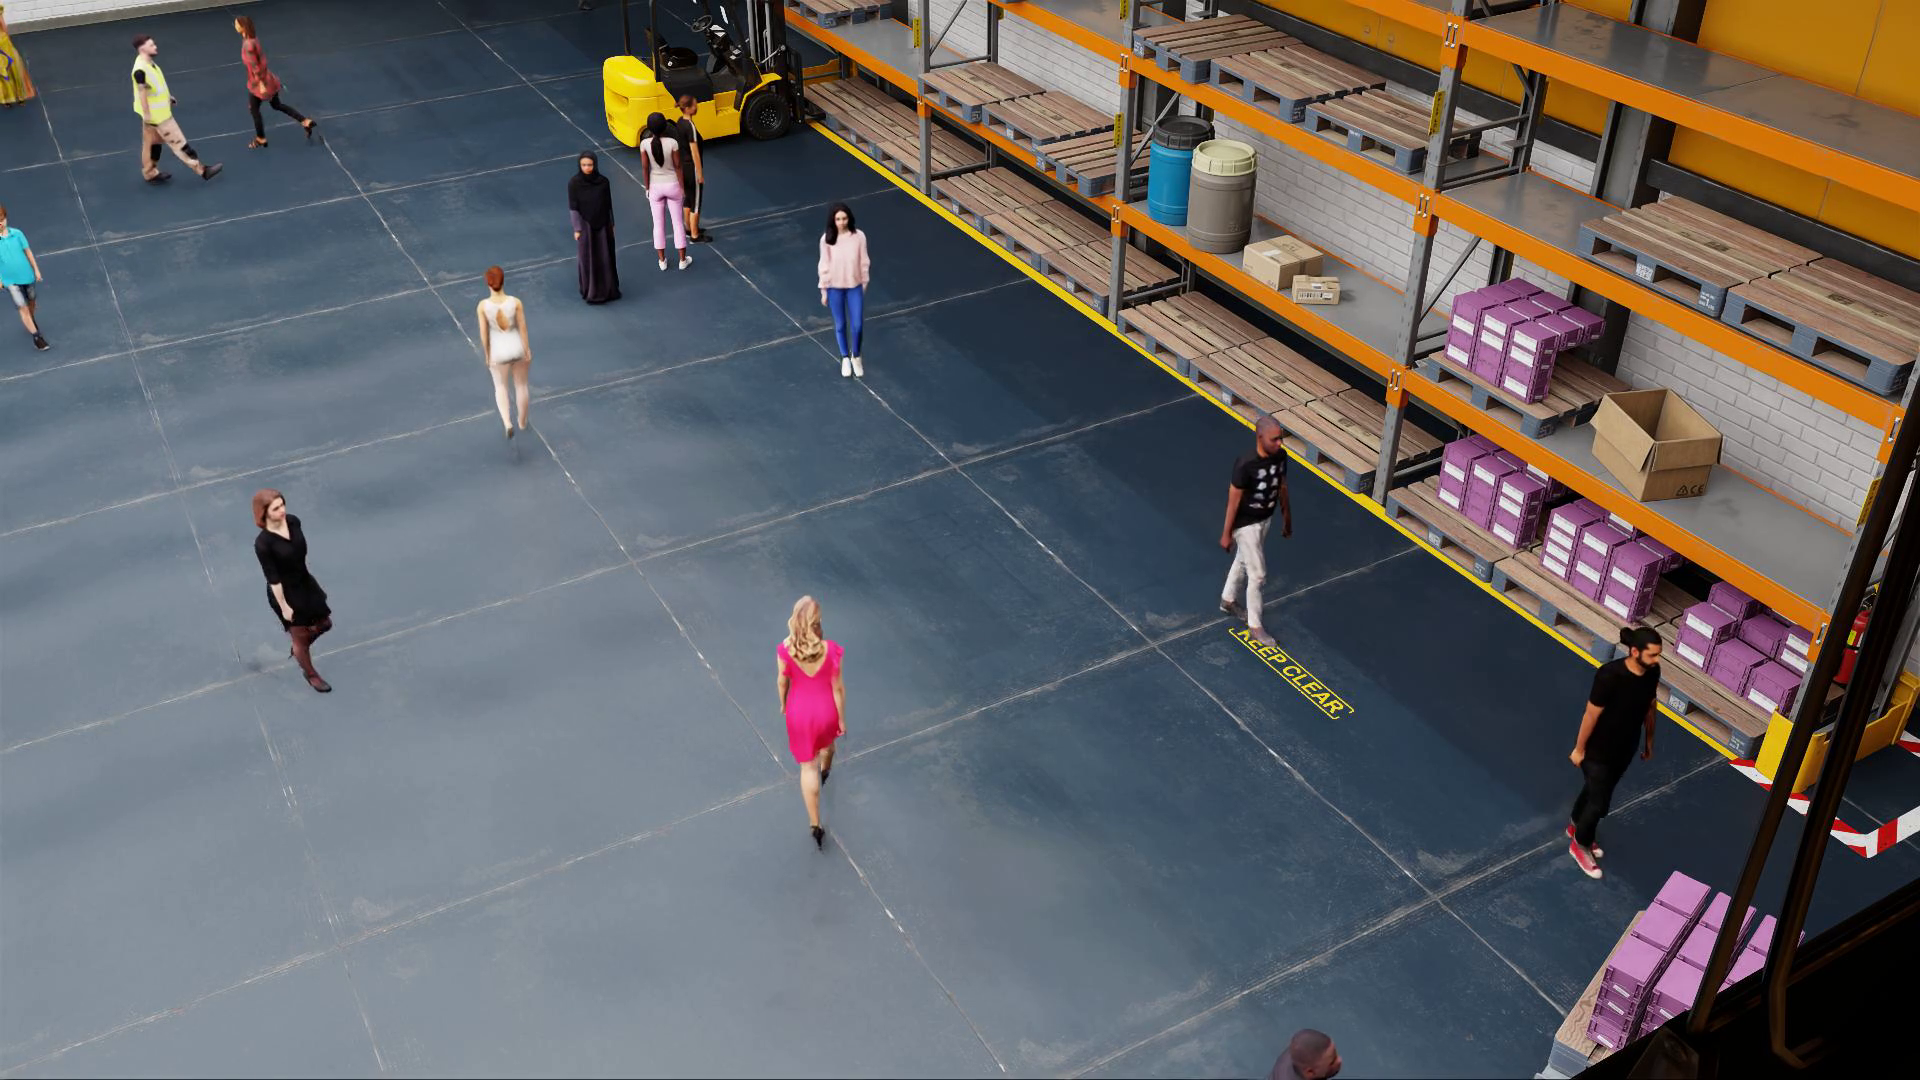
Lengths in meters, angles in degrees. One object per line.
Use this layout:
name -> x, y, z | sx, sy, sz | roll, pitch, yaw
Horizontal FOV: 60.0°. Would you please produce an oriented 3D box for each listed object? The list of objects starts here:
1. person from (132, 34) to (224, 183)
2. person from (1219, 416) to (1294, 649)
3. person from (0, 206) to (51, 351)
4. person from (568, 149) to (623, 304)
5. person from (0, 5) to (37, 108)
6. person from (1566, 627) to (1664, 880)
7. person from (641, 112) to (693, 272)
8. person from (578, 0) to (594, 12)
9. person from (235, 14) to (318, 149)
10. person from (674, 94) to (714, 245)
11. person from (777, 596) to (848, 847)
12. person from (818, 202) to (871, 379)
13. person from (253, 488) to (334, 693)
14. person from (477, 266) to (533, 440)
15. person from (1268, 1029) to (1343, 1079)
person -> -9.574, -5.049, 19.674 | 0.935, 1.781, 1.174 | -11, 35, -15
person -> 2.098, -0.155, 12.310 | 0.783, 1.782, 0.975 | -24, 41, -32
person -> -9.287, -2.620, 16.340 | 0.991, 1.425, 0.697 | 28, 43, 35
person -> -3.766, -3.239, 17.101 | 0.624, 1.614, 0.614 | -13, 36, -19
person -> -12.873, -6.595, 22.122 | 0.753, 1.645, 0.719 | -18, 38, -25
person -> 3.963, 1.217, 10.276 | 0.673, 1.749, 0.679 | -15, 37, -22
person -> -3.141, -3.719, 17.709 | 0.646, 1.741, 0.658 | -1, 34, -1
person -> -5.947, -8.954, 25.985 | 0.530, 1.298, 0.635 | 16, 37, 23
person -> -8.618, -5.701, 20.754 | 0.917, 1.672, 1.117 | -6, 34, -9
person -> -2.982, -4.103, 18.354 | 0.655, 1.665, 0.454 | -16, 37, -23
person -> -0.929, 1.163, 10.419 | 0.886, 1.680, 1.104 | -1, 34, -2
person -> -1.098, -2.386, 15.694 | 0.751, 1.751, 0.761 | -2, 34, -3
person -> -4.720, 0.365, 11.605 | 0.819, 1.695, 0.757 | 12, 35, 17
person -> -3.982, -1.617, 14.648 | 0.677, 1.629, 0.867 | -8, 35, -12
person -> 1.440, 2.899, 7.700 | 1.192, 1.799, 1.216 | 4, 34, 5
